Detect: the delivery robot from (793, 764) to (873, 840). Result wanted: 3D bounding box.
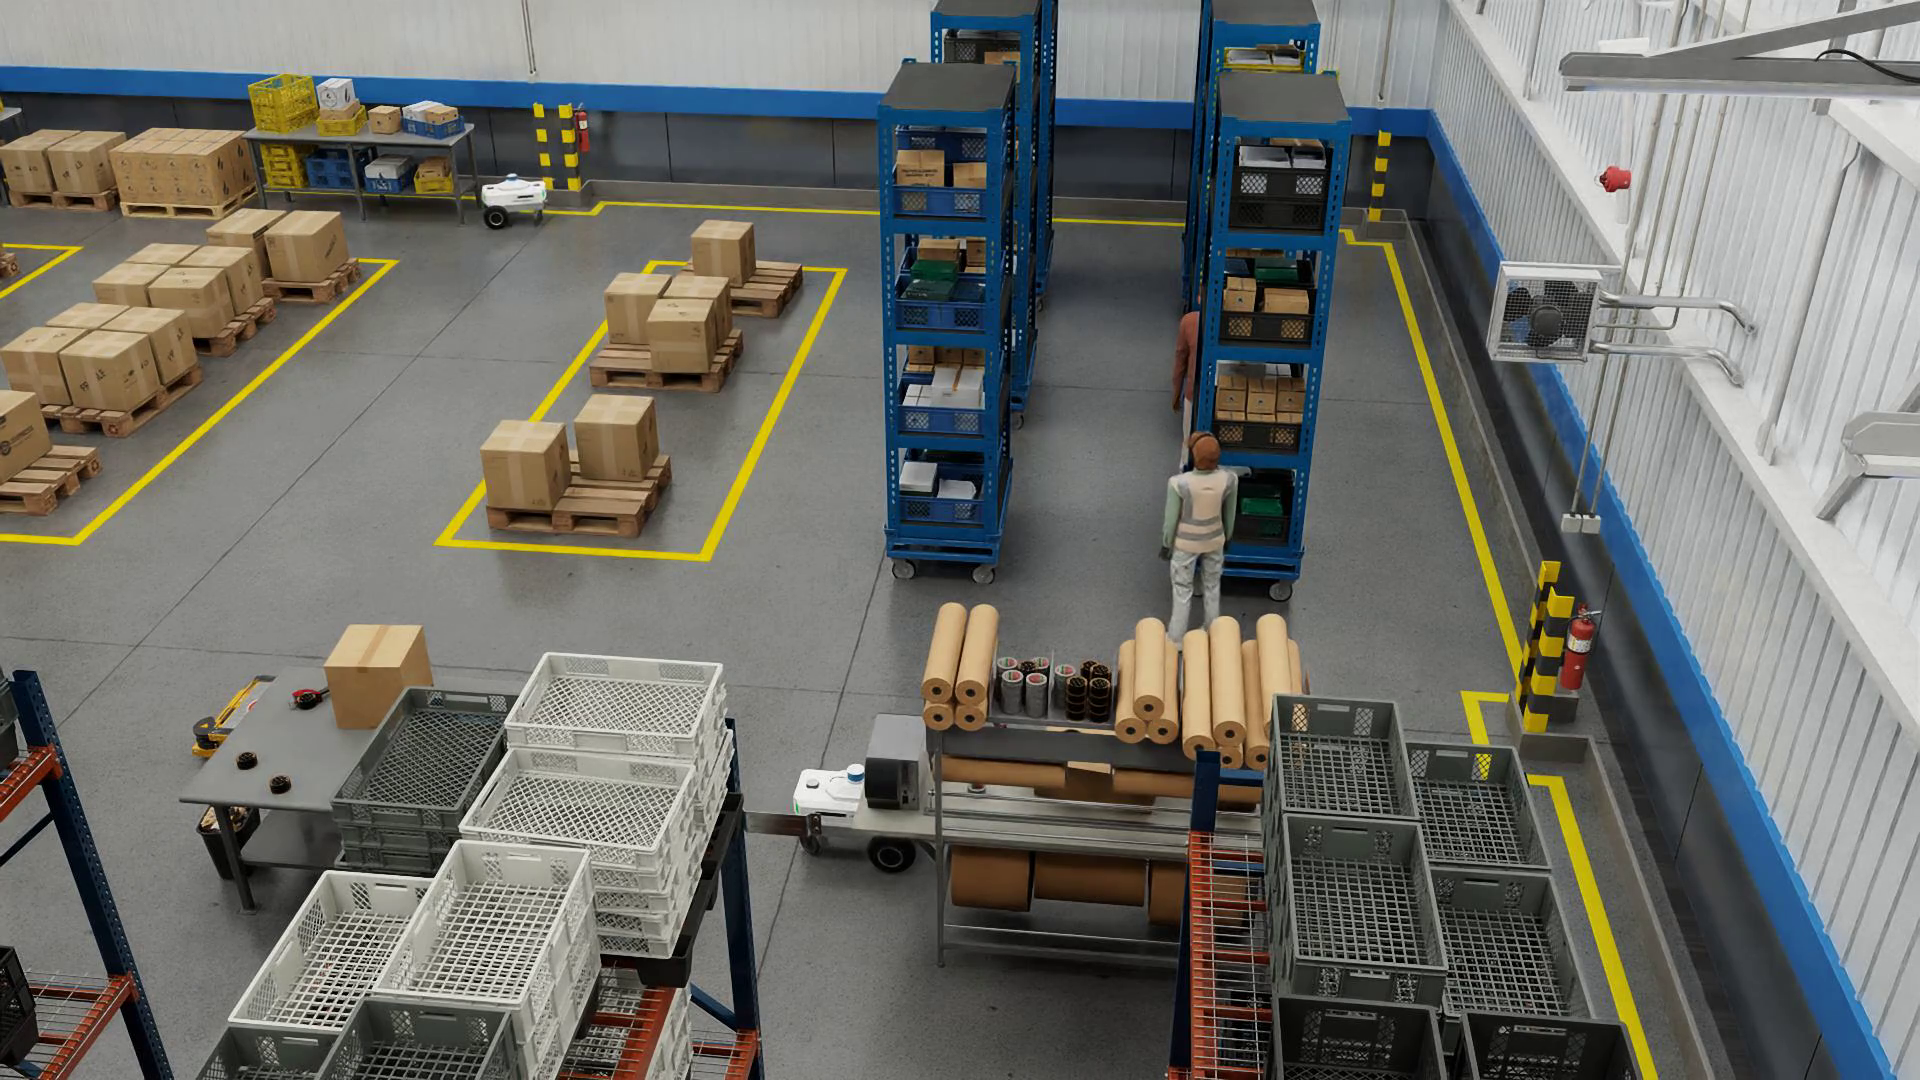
[{"bbox_3d":[-0.600,1.522,9.662,0.707,0.478,0.477,4,31,7],"label":"delivery robot"}]

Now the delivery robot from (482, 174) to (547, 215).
[{"bbox_3d":[-5.104,-3.954,19.067,0.707,0.478,0.477,-7,31,-12],"label":"delivery robot"}]

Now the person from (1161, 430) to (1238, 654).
[{"bbox_3d":[1.610,0.022,11.258,0.522,1.636,0.310,-8,31,-13],"label":"person"}]
